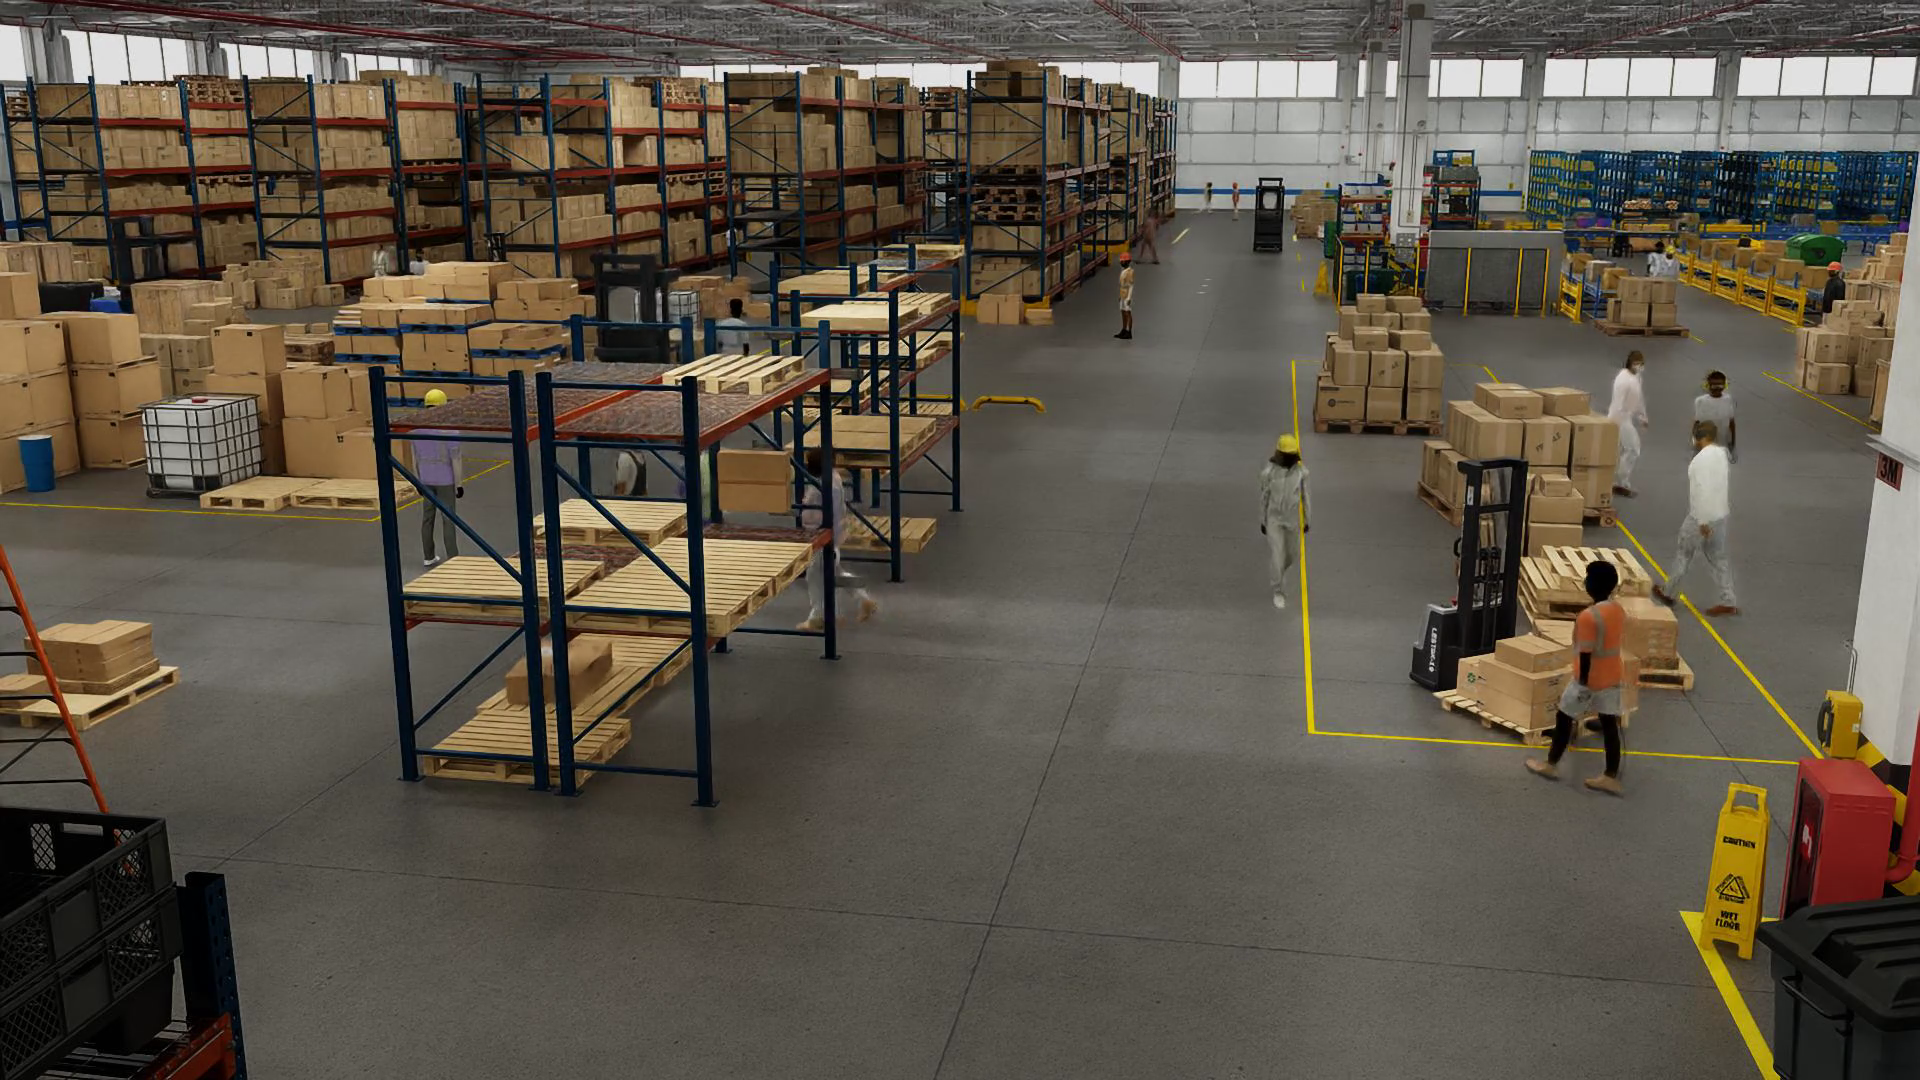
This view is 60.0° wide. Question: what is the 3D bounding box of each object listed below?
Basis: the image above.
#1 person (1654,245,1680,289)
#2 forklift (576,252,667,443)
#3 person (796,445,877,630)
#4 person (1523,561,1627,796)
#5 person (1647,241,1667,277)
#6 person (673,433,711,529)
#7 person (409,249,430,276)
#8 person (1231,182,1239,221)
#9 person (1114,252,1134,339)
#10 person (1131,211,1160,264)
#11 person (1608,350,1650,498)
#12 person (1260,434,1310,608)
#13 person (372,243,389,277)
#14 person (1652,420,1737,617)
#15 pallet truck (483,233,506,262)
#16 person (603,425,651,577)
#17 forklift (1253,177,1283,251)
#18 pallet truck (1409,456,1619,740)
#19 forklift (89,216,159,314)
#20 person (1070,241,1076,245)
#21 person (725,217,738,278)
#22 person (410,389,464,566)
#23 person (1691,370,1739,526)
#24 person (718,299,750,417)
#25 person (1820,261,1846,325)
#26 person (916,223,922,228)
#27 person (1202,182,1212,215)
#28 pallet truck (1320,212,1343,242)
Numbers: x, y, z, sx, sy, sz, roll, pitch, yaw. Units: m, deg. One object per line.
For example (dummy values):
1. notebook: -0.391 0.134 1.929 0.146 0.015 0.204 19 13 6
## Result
1. person: 17.811 -6.544 41.963 0.601 1.817 0.682 2 14 10
2. forklift: -5.022 -2.919 25.056 1.129 2.768 1.873 3 14 10
3. person: -1.164 -0.021 15.543 0.746 1.800 0.681 -1 14 -6
4. person: 4.429 0.948 11.841 0.547 1.657 0.798 -10 17 -35
5. person: 18.976 -7.291 45.281 0.537 1.685 0.567 4 14 14
6. person: -2.665 -0.219 16.186 1.012 1.860 0.610 1 14 6
7. person: -12.981 -6.095 40.117 0.544 1.831 0.965 -4 15 -17
8. person: 14.301 -17.583 86.446 0.403 1.986 0.608 1 14 4
9. person: 3.717 -5.499 37.471 0.362 1.938 0.545 -5 15 -18
10. person: 6.583 -10.620 58.446 1.015 1.856 0.639 6 15 22
11. person: 8.529 -1.477 21.191 0.596 1.910 0.659 7 16 28
12. person: 3.196 -0.224 16.485 0.494 1.722 0.579 -1 14 -3
13. person: -15.886 -7.309 45.484 0.541 1.599 0.807 3 14 12
14. person: 7.232 -0.214 16.167 0.662 1.874 0.862 -11 18 -38
15. pallet truck: -11.832 -7.026 43.548 1.885 1.965 0.823 8 16 28
16. person: -3.241 -0.317 16.739 1.027 1.778 0.520 0 14 2
17. forklift: 12.083 -12.747 64.956 1.129 2.768 1.873 3 14 10
18. pallet truck: 4.504 0.400 13.395 0.823 1.965 1.885 -6 15 -23
19. forklift: -17.564 -5.502 35.541 1.873 2.768 1.129 4 14 15
20. person: 3.995 -10.550 58.487 0.565 1.677 0.552 2 14 7
21. person: -7.293 -9.344 53.126 0.374 1.915 0.596 -5 15 -20
22. person: -5.598 -0.661 17.879 0.585 1.918 0.410 4 14 15
23. person: 8.984 -1.095 19.761 0.569 1.862 0.370 3 14 11
24. person: -3.676 -3.023 27.459 0.608 1.910 0.997 5 15 18
25. person: 17.898 -4.719 34.183 0.383 1.996 0.609 -1 14 -3
26. person: -1.626 -10.816 59.299 0.758 1.820 0.636 2 14 10
27. person: 13.829 -19.011 92.565 0.449 1.821 0.643 -4 14 -17
28. pallet truck: 15.874 -13.227 70.310 0.680 1.201 1.601 10 17 35
